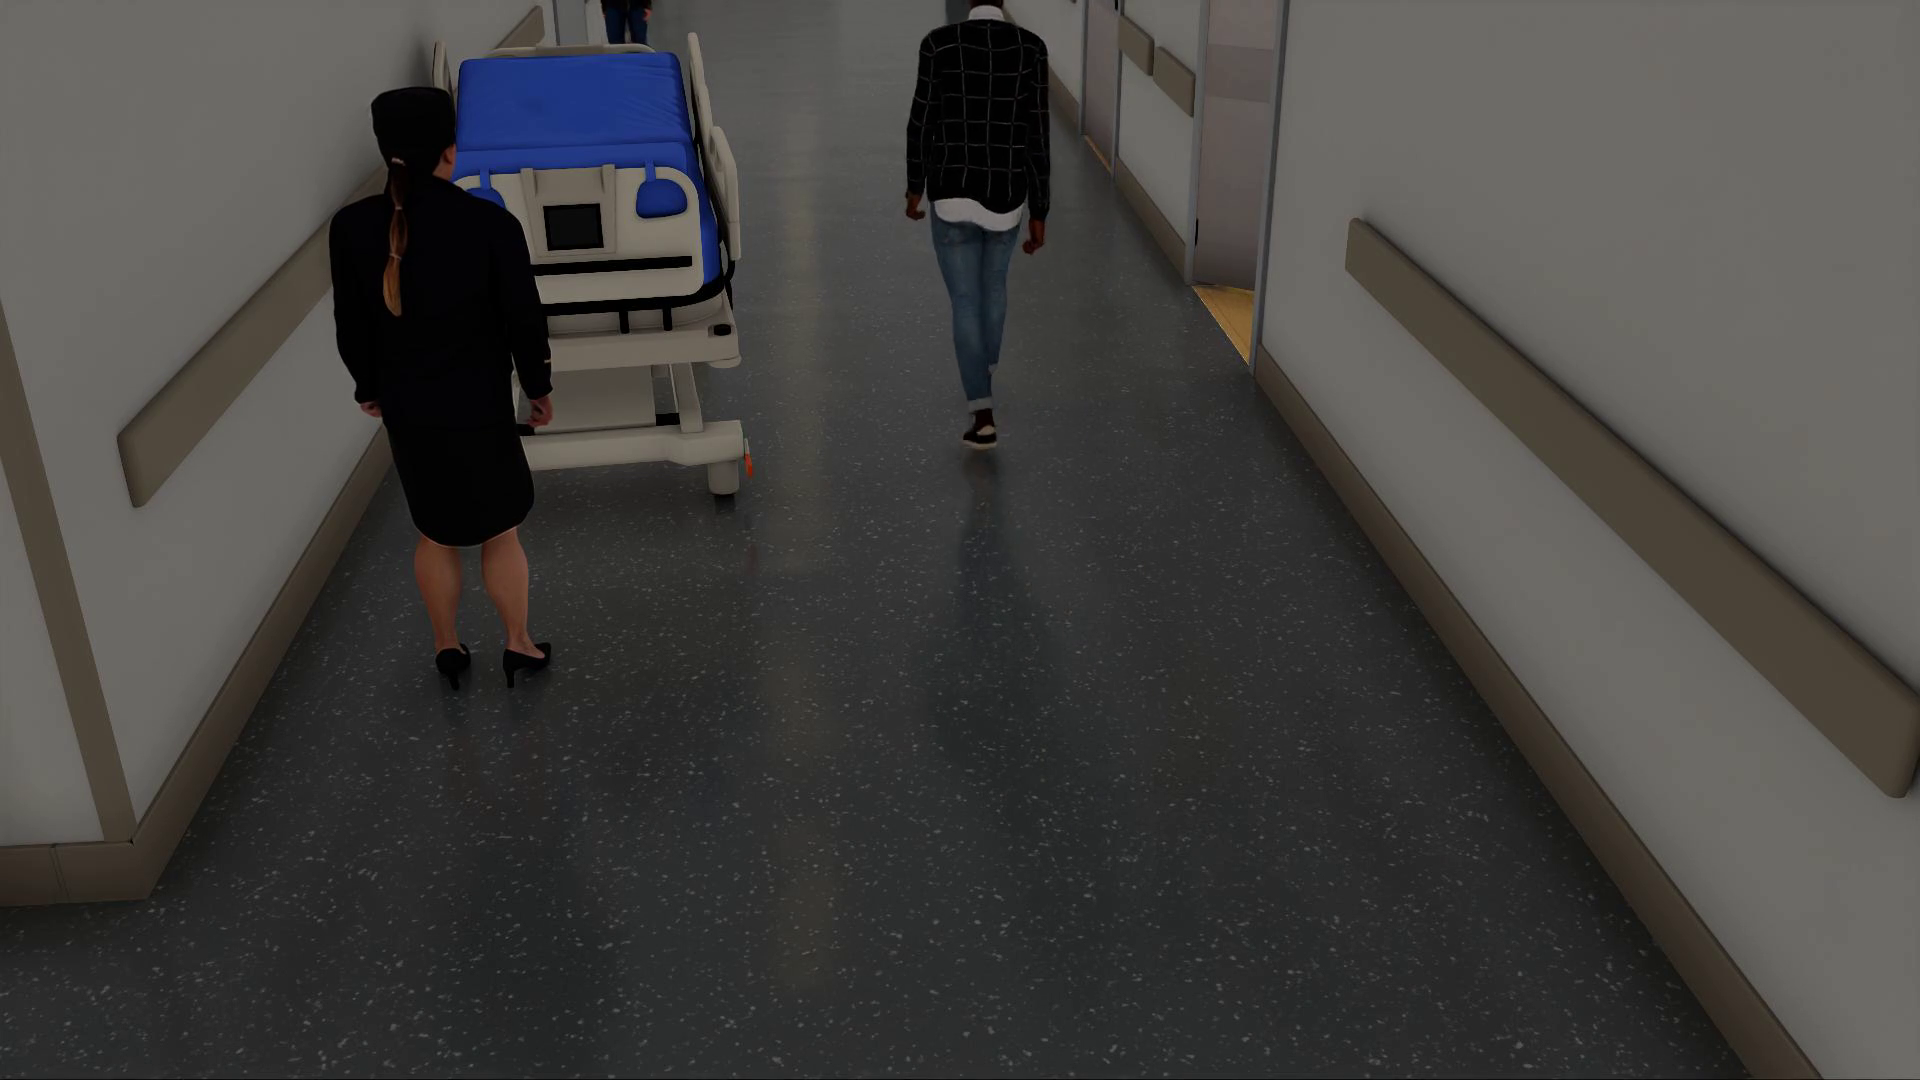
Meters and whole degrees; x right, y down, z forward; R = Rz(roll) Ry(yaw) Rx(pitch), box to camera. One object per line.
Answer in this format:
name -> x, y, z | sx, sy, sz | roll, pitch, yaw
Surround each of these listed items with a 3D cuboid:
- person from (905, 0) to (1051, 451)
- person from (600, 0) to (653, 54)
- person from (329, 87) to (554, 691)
person -> 0.070, -1.190, 6.084 | 1.150, 1.777, 0.808 | -5, 26, -10
person -> -2.392, -3.871, 12.032 | 0.916, 1.440, 0.721 | 1, 26, 3
person -> -1.378, -0.361, 4.486 | 0.582, 1.671, 0.780 | 0, 26, 0
